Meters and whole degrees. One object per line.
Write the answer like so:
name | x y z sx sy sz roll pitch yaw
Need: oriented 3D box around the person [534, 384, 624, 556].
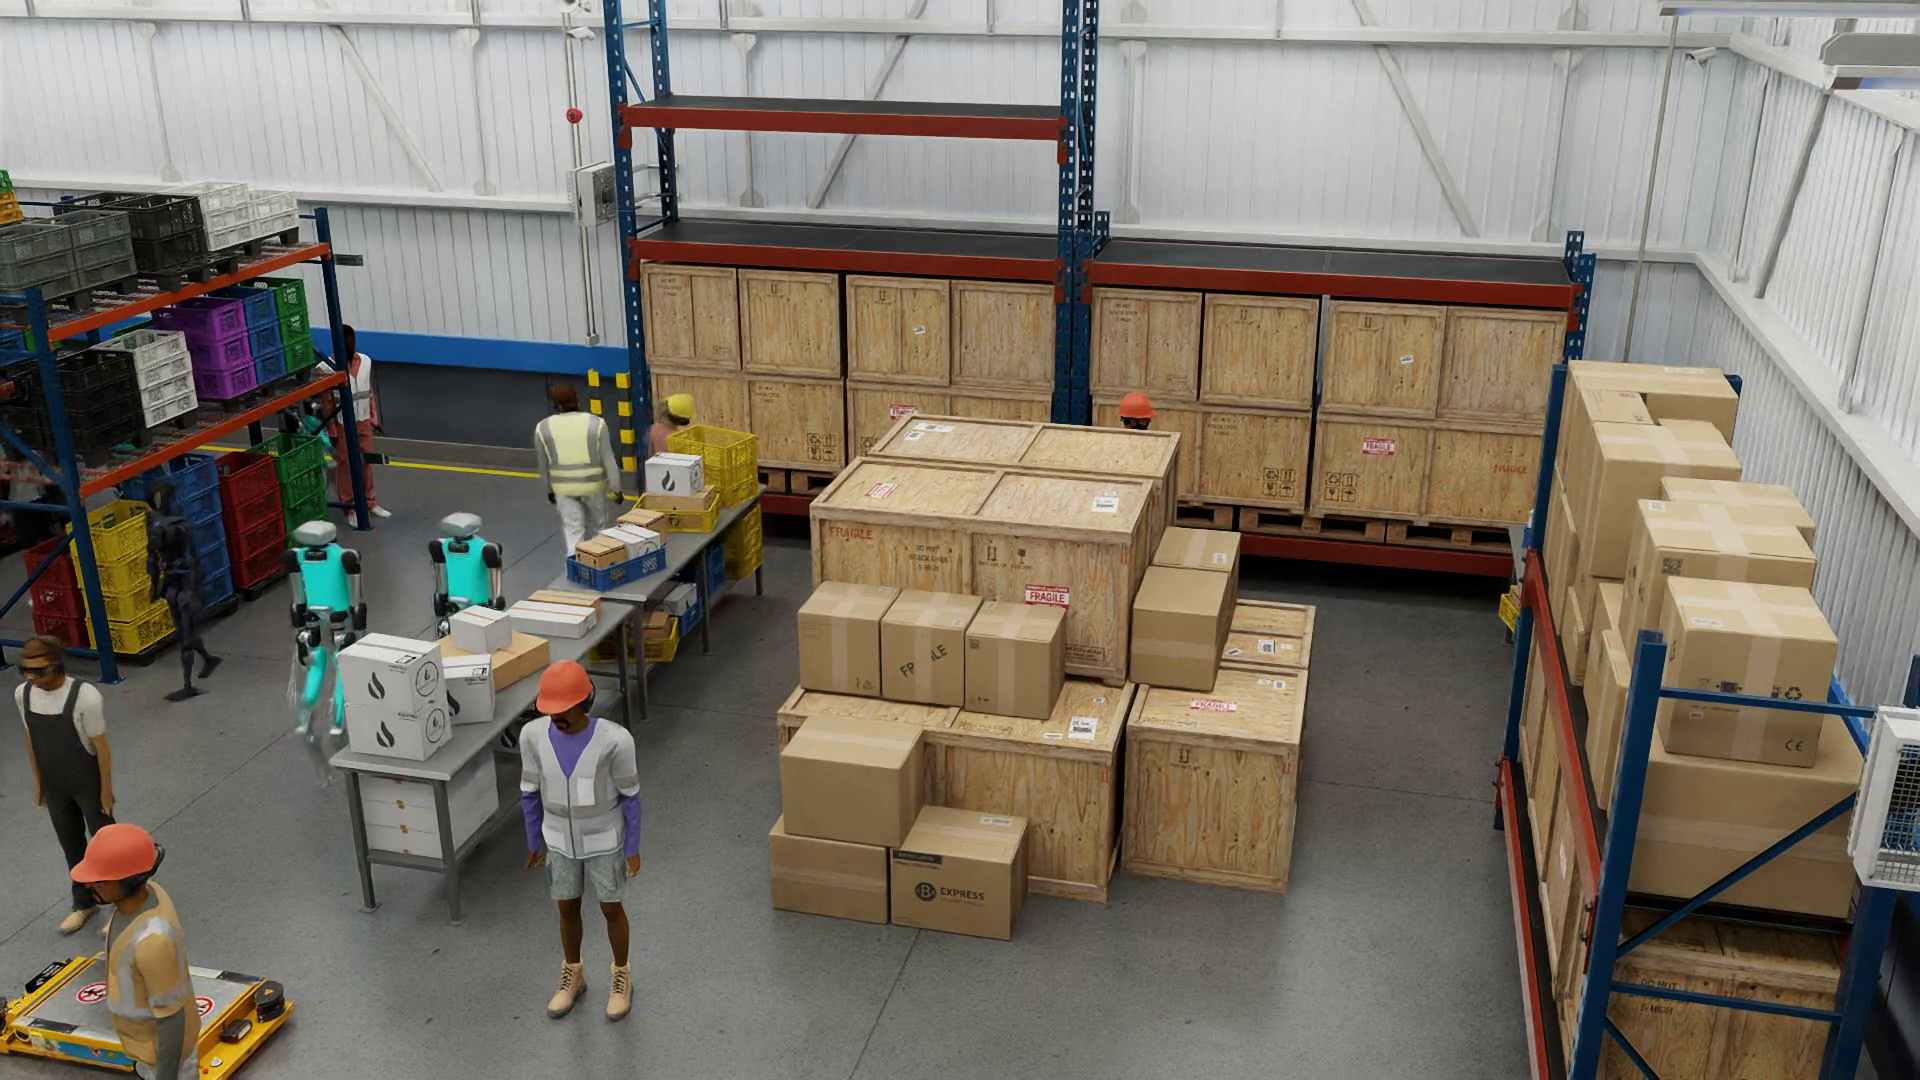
person | -3.209 -0.449 14.106 0.689 1.783 0.885 -3 21 -8

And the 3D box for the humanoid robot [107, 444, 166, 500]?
humanoid robot | -7.027 -0.551 14.543 0.530 1.814 0.811 5 22 13

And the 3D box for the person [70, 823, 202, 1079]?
person | -3.415 2.105 7.050 0.366 2.048 0.606 -14 25 -32

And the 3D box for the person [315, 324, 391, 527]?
person | -5.697 -1.087 15.584 0.393 1.916 0.592 11 24 28

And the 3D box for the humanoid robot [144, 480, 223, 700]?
humanoid robot | -5.754 0.334 12.231 0.584 1.638 0.644 11 24 27

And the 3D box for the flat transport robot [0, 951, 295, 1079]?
flat transport robot | -4.270 2.464 8.601 1.431 0.231 0.659 5 22 13

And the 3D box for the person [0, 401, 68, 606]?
person | -7.713 -0.343 13.757 0.445 1.829 0.617 -1 21 -3

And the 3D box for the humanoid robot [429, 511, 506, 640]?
humanoid robot | -3.364 0.805 10.995 0.548 1.855 0.874 7 22 18

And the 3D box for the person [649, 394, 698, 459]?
person | -2.422 -0.412 14.087 0.418 1.724 0.555 -16 26 -36

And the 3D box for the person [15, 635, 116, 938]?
person | -4.952 1.366 9.280 0.498 1.839 0.349 4 21 9

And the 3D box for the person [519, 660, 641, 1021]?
person | -1.939 1.546 8.519 0.613 2.040 0.389 2 21 6

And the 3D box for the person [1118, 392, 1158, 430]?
person | 1.375 -0.247 13.357 0.356 1.938 0.543 -1 21 -3

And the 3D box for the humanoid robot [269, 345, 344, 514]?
humanoid robot | -6.106 -1.050 15.851 0.835 1.861 0.548 9 23 22

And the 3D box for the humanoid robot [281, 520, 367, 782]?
humanoid robot | -4.196 0.829 10.911 0.558 1.843 0.676 3 21 8
